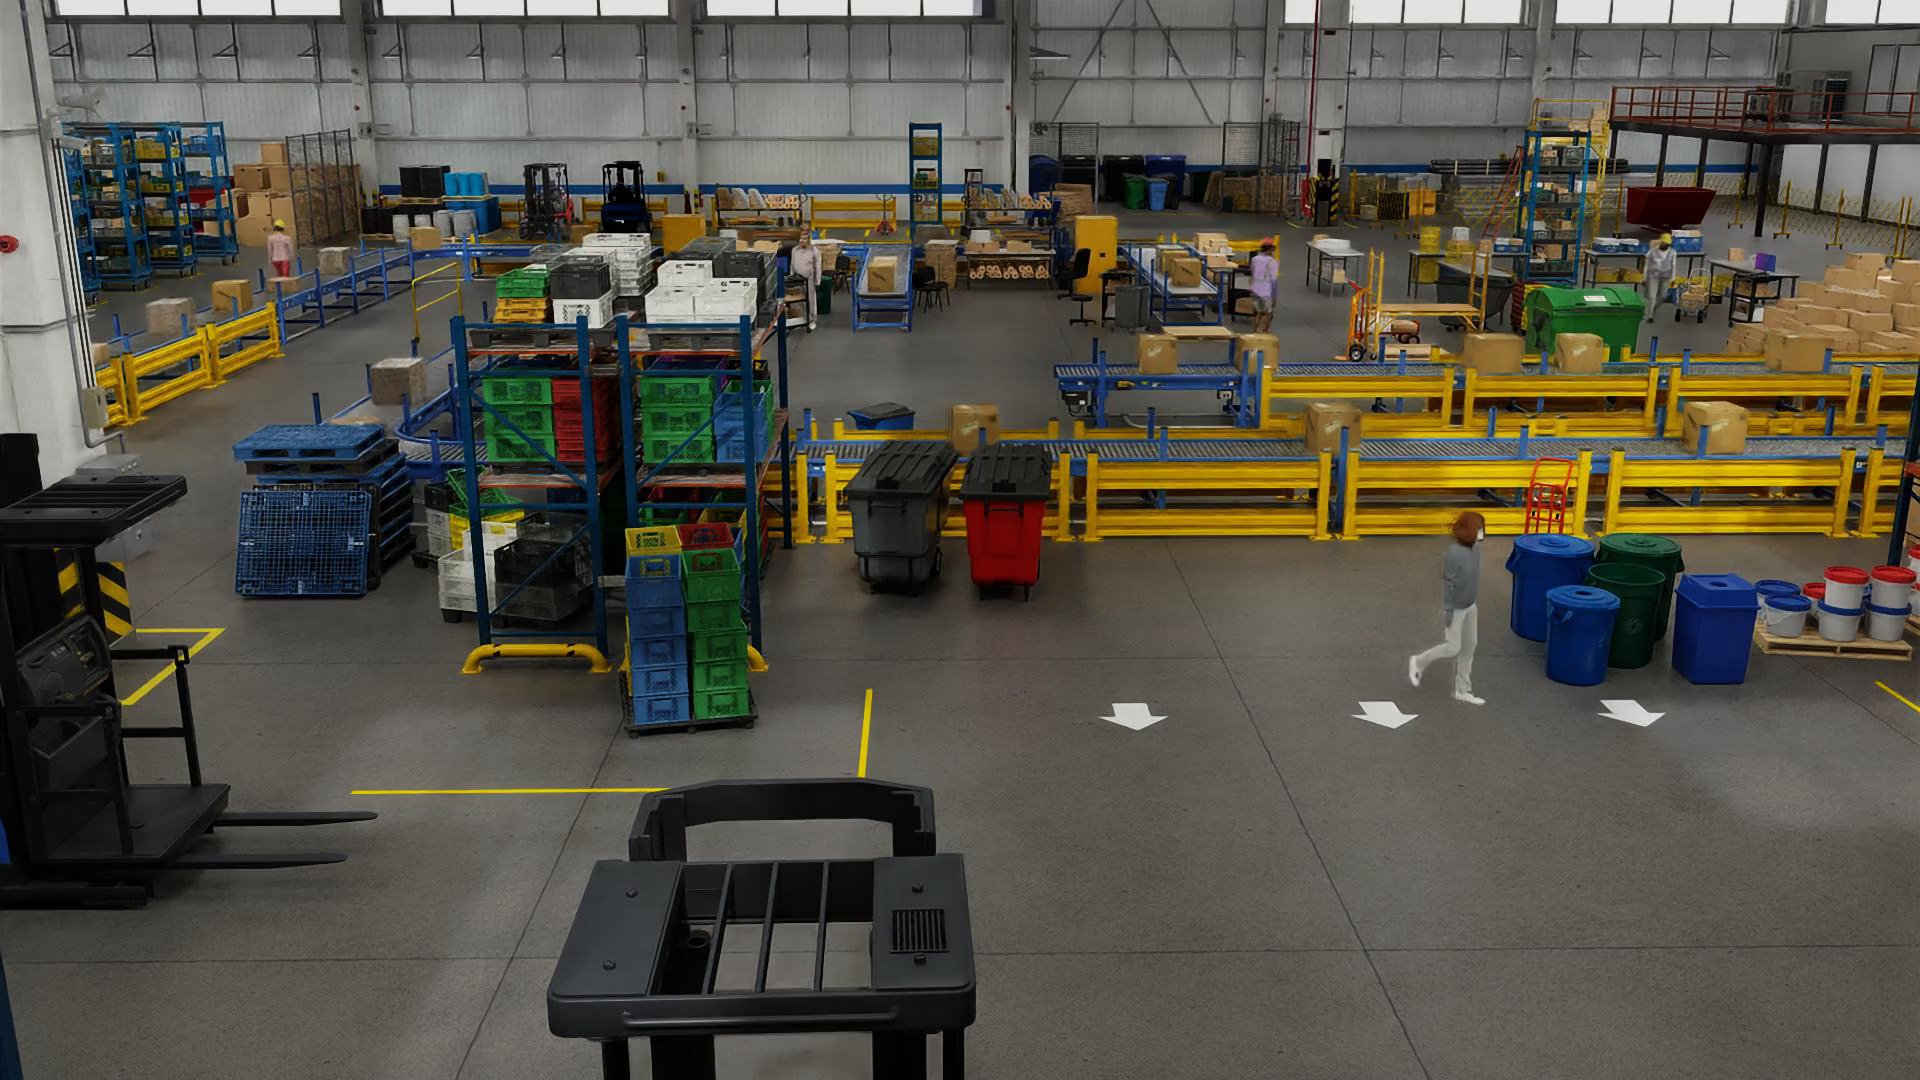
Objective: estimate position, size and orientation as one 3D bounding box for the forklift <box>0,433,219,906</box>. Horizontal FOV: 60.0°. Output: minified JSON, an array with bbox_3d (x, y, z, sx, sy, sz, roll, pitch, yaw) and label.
[{"bbox_3d":[-5.952,0.780,10.366,1.873,2.768,1.129,0,16,-1],"label":"forklift"}]

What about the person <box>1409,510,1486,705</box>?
[{"bbox_3d":[4.009,0.527,13.488,0.514,1.615,0.572,-14,21,-39],"label":"person"}]

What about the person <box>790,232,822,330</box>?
[{"bbox_3d":[-3.010,-5.045,32.370,0.645,1.901,0.400,6,17,21],"label":"person"}]

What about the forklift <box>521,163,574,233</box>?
[{"bbox_3d":[-12.233,-10.122,49.298,1.157,1.987,2.680,0,16,-1],"label":"forklift"}]

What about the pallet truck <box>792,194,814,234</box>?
[{"bbox_3d":[-4.814,-9.883,50.259,0.704,1.261,1.522,-1,16,-3],"label":"pallet truck"}]

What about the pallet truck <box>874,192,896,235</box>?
[{"bbox_3d":[-2.277,-9.986,50.594,0.653,1.274,1.630,0,16,-1],"label":"pallet truck"}]

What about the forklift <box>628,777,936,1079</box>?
[{"bbox_3d":[-0.542,2.165,5.552,1.129,2.768,1.873,-1,16,-2],"label":"forklift"}]

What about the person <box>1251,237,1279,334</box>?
[{"bbox_3d":[5.526,-4.490,30.266,0.537,2.009,0.644,-14,21,-40],"label":"person"}]

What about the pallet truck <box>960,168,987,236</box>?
[{"bbox_3d":[0.383,-10.230,50.206,0.823,1.965,1.885,-1,16,-3],"label":"pallet truck"}]

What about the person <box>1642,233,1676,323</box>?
[{"bbox_3d":[13.947,-5.252,33.254,0.634,1.797,0.613,0,16,1],"label":"person"}]

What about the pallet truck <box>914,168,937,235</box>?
[{"bbox_3d":[-0.989,-10.316,50.507,0.823,1.965,1.885,1,16,3],"label":"pallet truck"}]

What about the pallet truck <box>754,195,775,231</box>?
[{"bbox_3d":[-6.051,-9.967,50.660,0.680,1.201,1.601,0,16,-1],"label":"pallet truck"}]

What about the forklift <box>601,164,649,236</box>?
[{"bbox_3d":[-9.948,-10.127,49.296,1.157,1.987,2.680,-1,16,-3],"label":"forklift"}]

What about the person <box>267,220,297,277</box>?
[{"bbox_3d":[-14.747,-6.099,36.292,0.556,1.736,0.757,0,16,-1],"label":"person"}]
